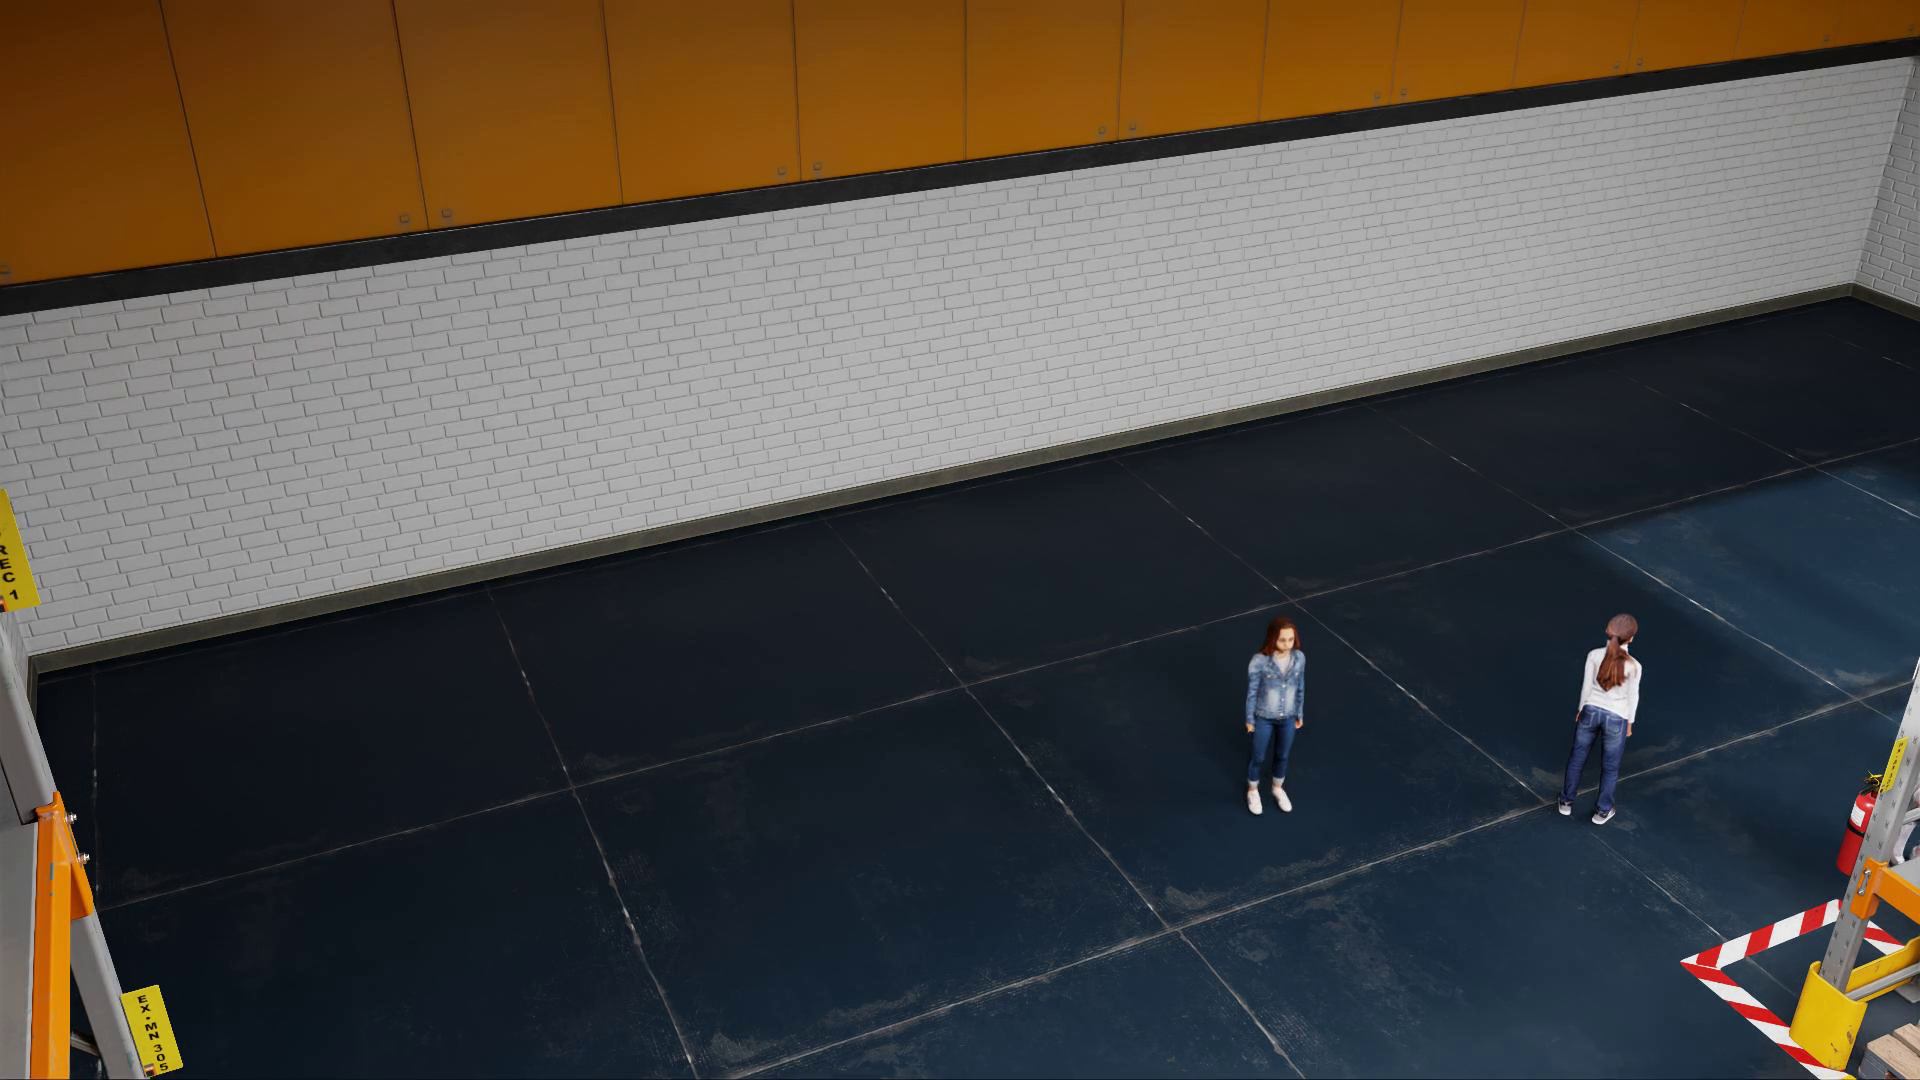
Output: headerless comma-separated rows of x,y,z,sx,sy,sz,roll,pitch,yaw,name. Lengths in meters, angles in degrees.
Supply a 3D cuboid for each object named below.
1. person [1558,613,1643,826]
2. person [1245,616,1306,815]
4.220,1.161,10.915,0.607,1.559,0.685,17,33,28,person
2.079,1.143,11.036,0.602,1.476,0.567,-6,29,-11,person
